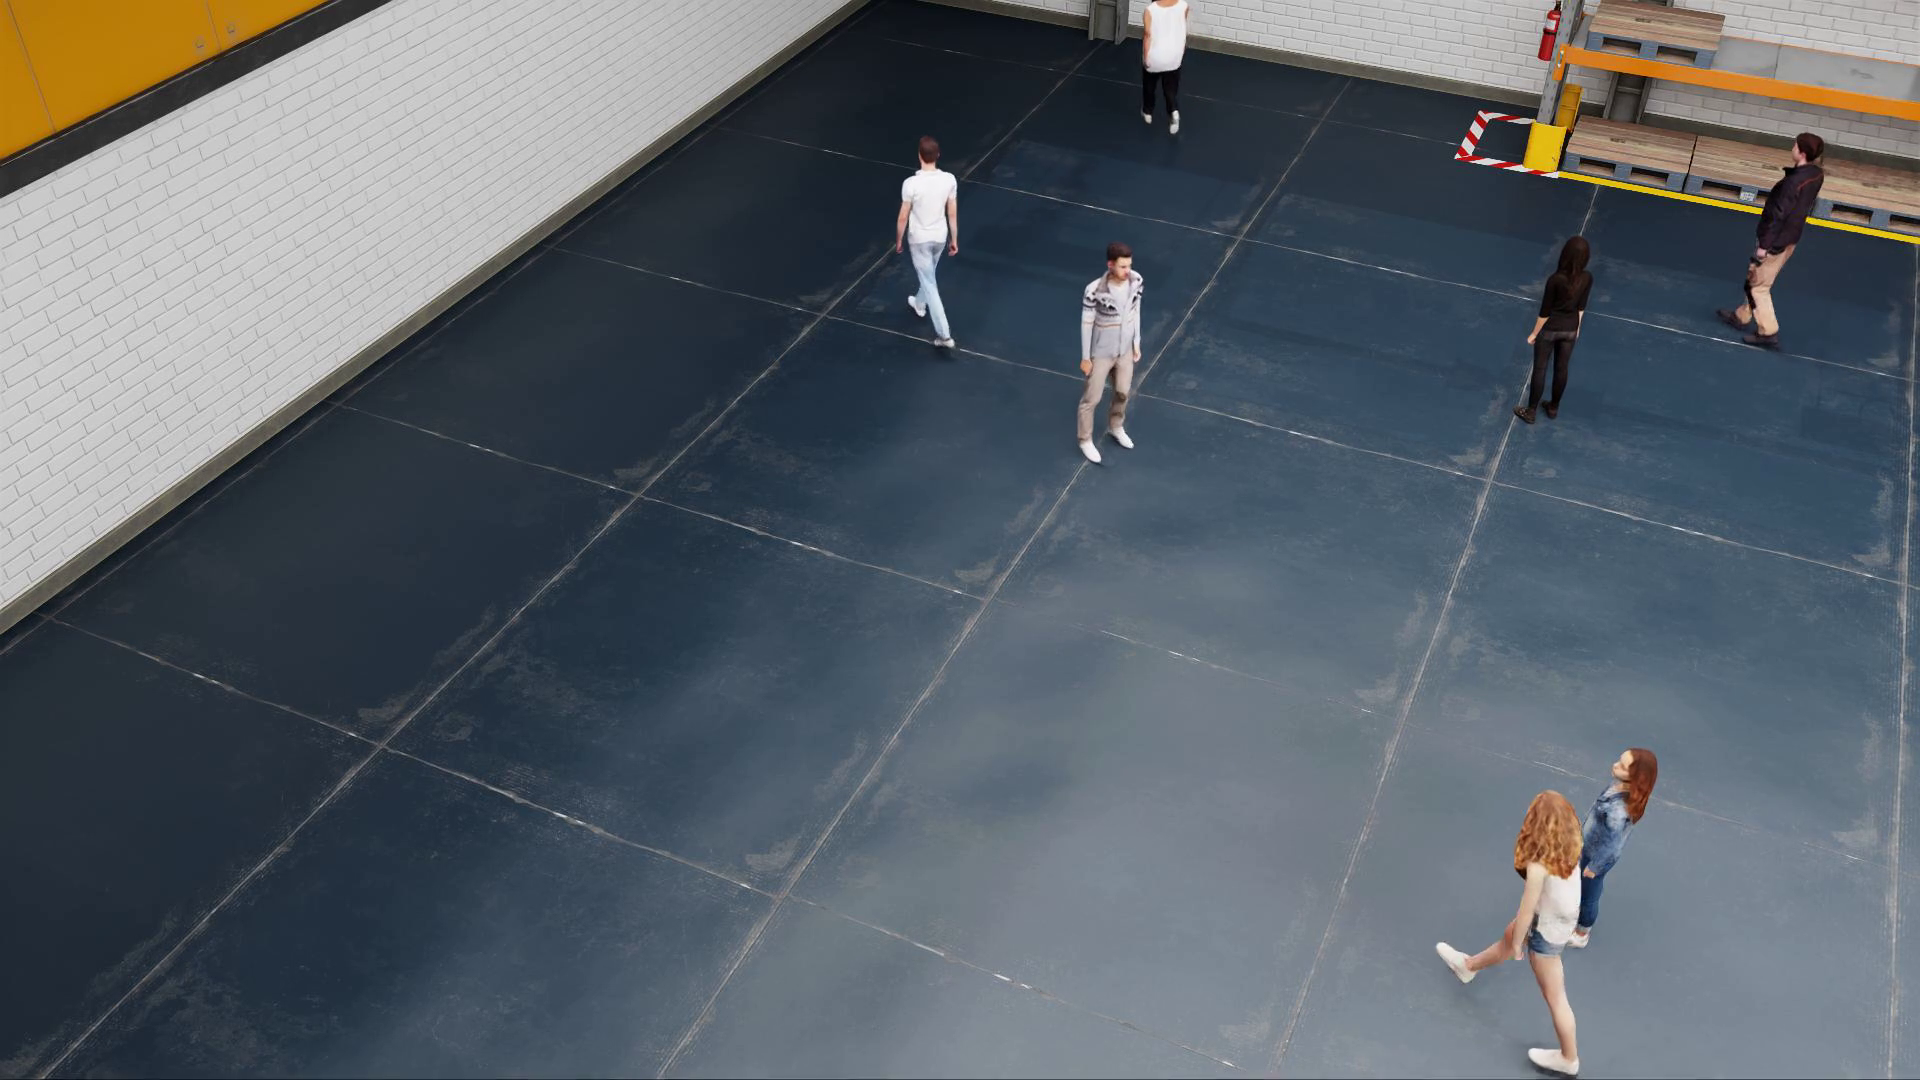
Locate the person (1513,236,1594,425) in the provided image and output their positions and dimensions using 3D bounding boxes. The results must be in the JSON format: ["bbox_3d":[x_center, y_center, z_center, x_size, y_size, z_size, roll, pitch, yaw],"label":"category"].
[{"bbox_3d":[4.799,-1.678,13.340,0.625,1.642,0.717,-7,39,-8],"label":"person"}]

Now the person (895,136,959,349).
[{"bbox_3d":[-0.234,-2.501,14.239,1.164,1.806,1.321,-18,42,-21],"label":"person"}]

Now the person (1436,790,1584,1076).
[{"bbox_3d":[3.111,2.076,8.609,1.250,1.681,0.871,29,47,32],"label":"person"}]

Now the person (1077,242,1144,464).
[{"bbox_3d":[1.170,-1.517,12.971,0.790,1.852,0.805,-19,42,-22],"label":"person"}]

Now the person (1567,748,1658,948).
[{"bbox_3d":[3.576,1.699,9.244,0.487,1.478,0.565,17,42,20],"label":"person"}]

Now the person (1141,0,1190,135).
[{"bbox_3d":[2.170,-5.151,17.674,1.036,1.662,1.020,-5,39,-7],"label":"person"}]

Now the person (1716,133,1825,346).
[{"bbox_3d":[7.024,-2.550,14.206,0.922,1.924,1.042,-28,46,-30],"label":"person"}]
